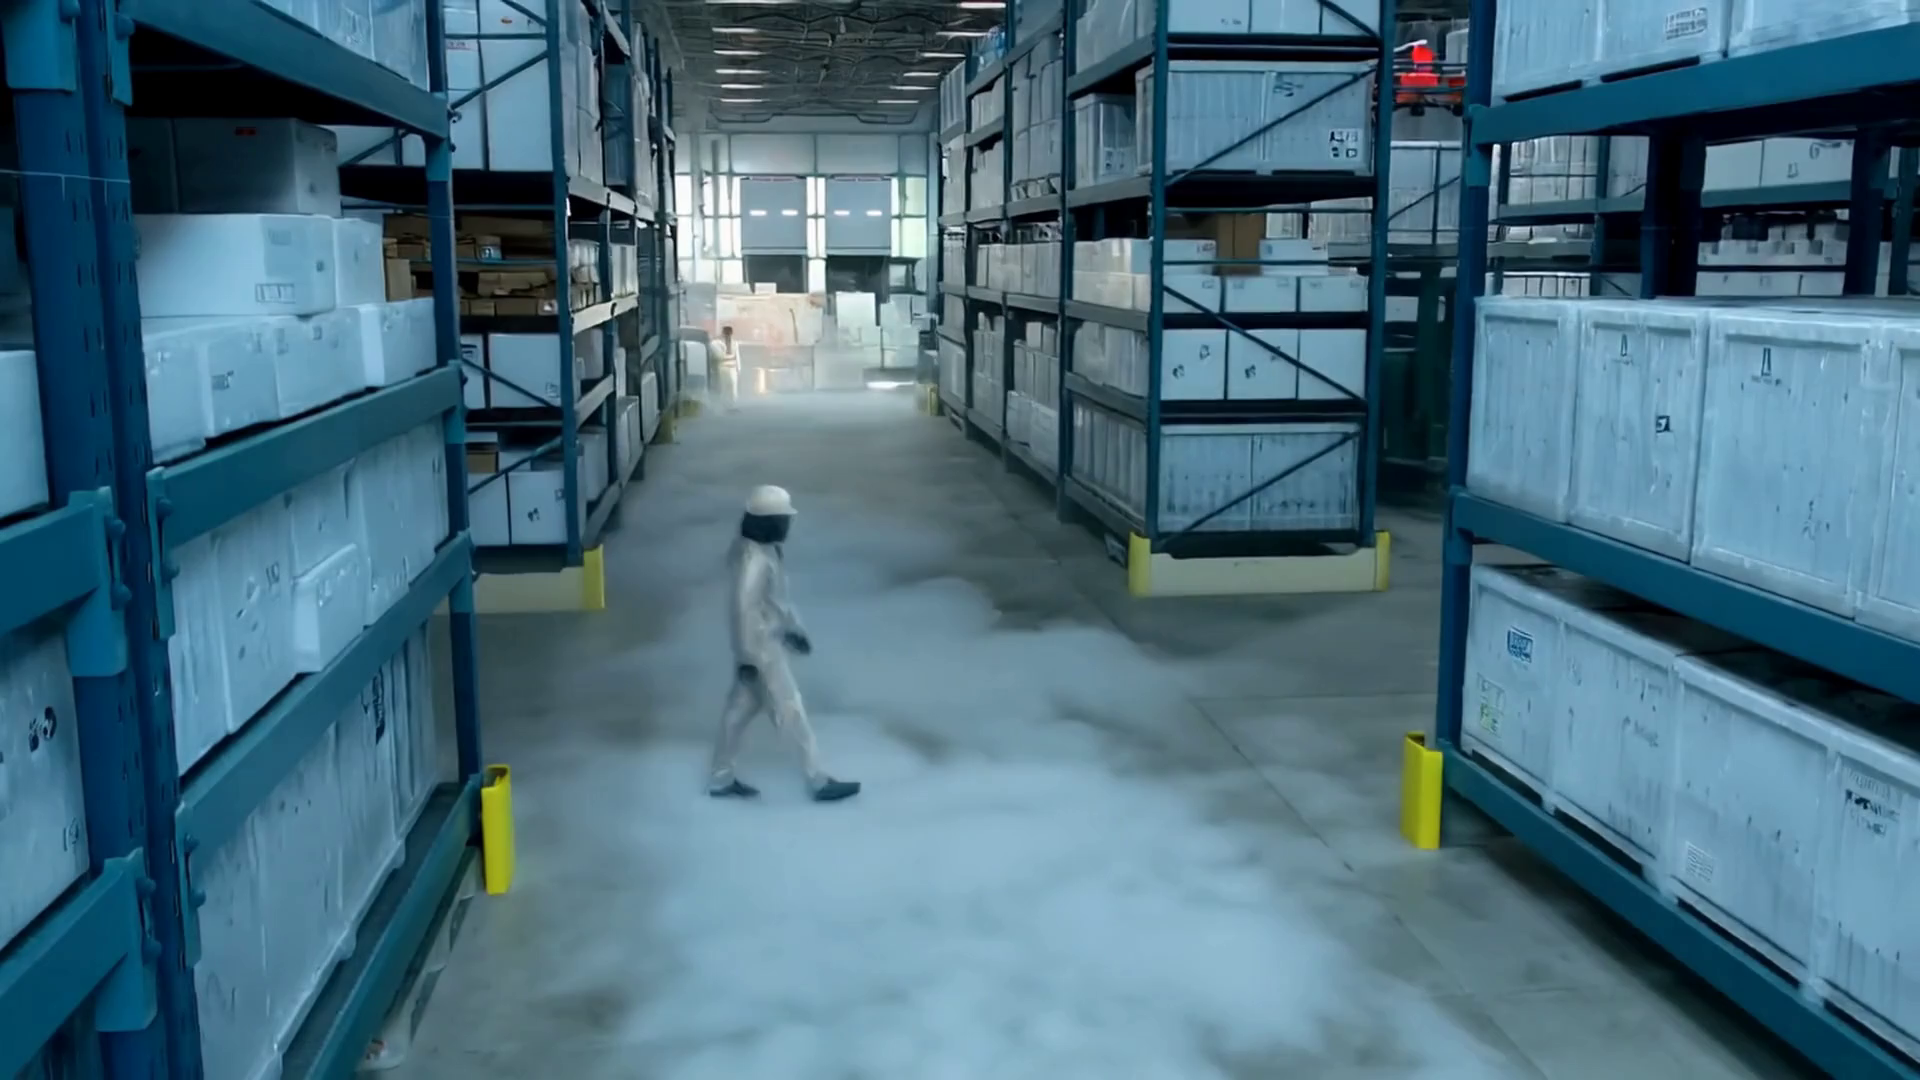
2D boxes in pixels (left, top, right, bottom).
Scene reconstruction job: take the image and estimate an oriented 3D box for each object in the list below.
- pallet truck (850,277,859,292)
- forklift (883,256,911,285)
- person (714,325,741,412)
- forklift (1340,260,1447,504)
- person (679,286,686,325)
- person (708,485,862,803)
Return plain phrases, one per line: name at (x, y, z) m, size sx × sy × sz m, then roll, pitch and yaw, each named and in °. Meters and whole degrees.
pallet truck at (-3.782, -9.391, 65.808) m, size 1.885 × 1.965 × 0.823 m, roll 2°, pitch 10°, yaw 10°
forklift at (-2.062, -7.792, 53.930) m, size 1.129 × 2.768 × 1.873 m, roll -2°, pitch 10°, yaw -13°
person at (-4.320, -3.195, 30.885) m, size 0.504 × 1.603 × 0.836 m, roll -3°, pitch 10°, yaw -15°
forklift at (5.188, -1.938, 19.846) m, size 1.129 × 2.768 × 1.873 m, roll -1°, pitch 10°, yaw -7°
person at (-11.513, -9.654, 68.259) m, size 0.367 × 1.687 × 0.543 m, roll 1°, pitch 10°, yaw 7°
person at (-0.944, 0.557, 8.748) m, size 0.874 × 1.701 × 0.500 m, roll 0°, pitch 10°, yaw -3°
